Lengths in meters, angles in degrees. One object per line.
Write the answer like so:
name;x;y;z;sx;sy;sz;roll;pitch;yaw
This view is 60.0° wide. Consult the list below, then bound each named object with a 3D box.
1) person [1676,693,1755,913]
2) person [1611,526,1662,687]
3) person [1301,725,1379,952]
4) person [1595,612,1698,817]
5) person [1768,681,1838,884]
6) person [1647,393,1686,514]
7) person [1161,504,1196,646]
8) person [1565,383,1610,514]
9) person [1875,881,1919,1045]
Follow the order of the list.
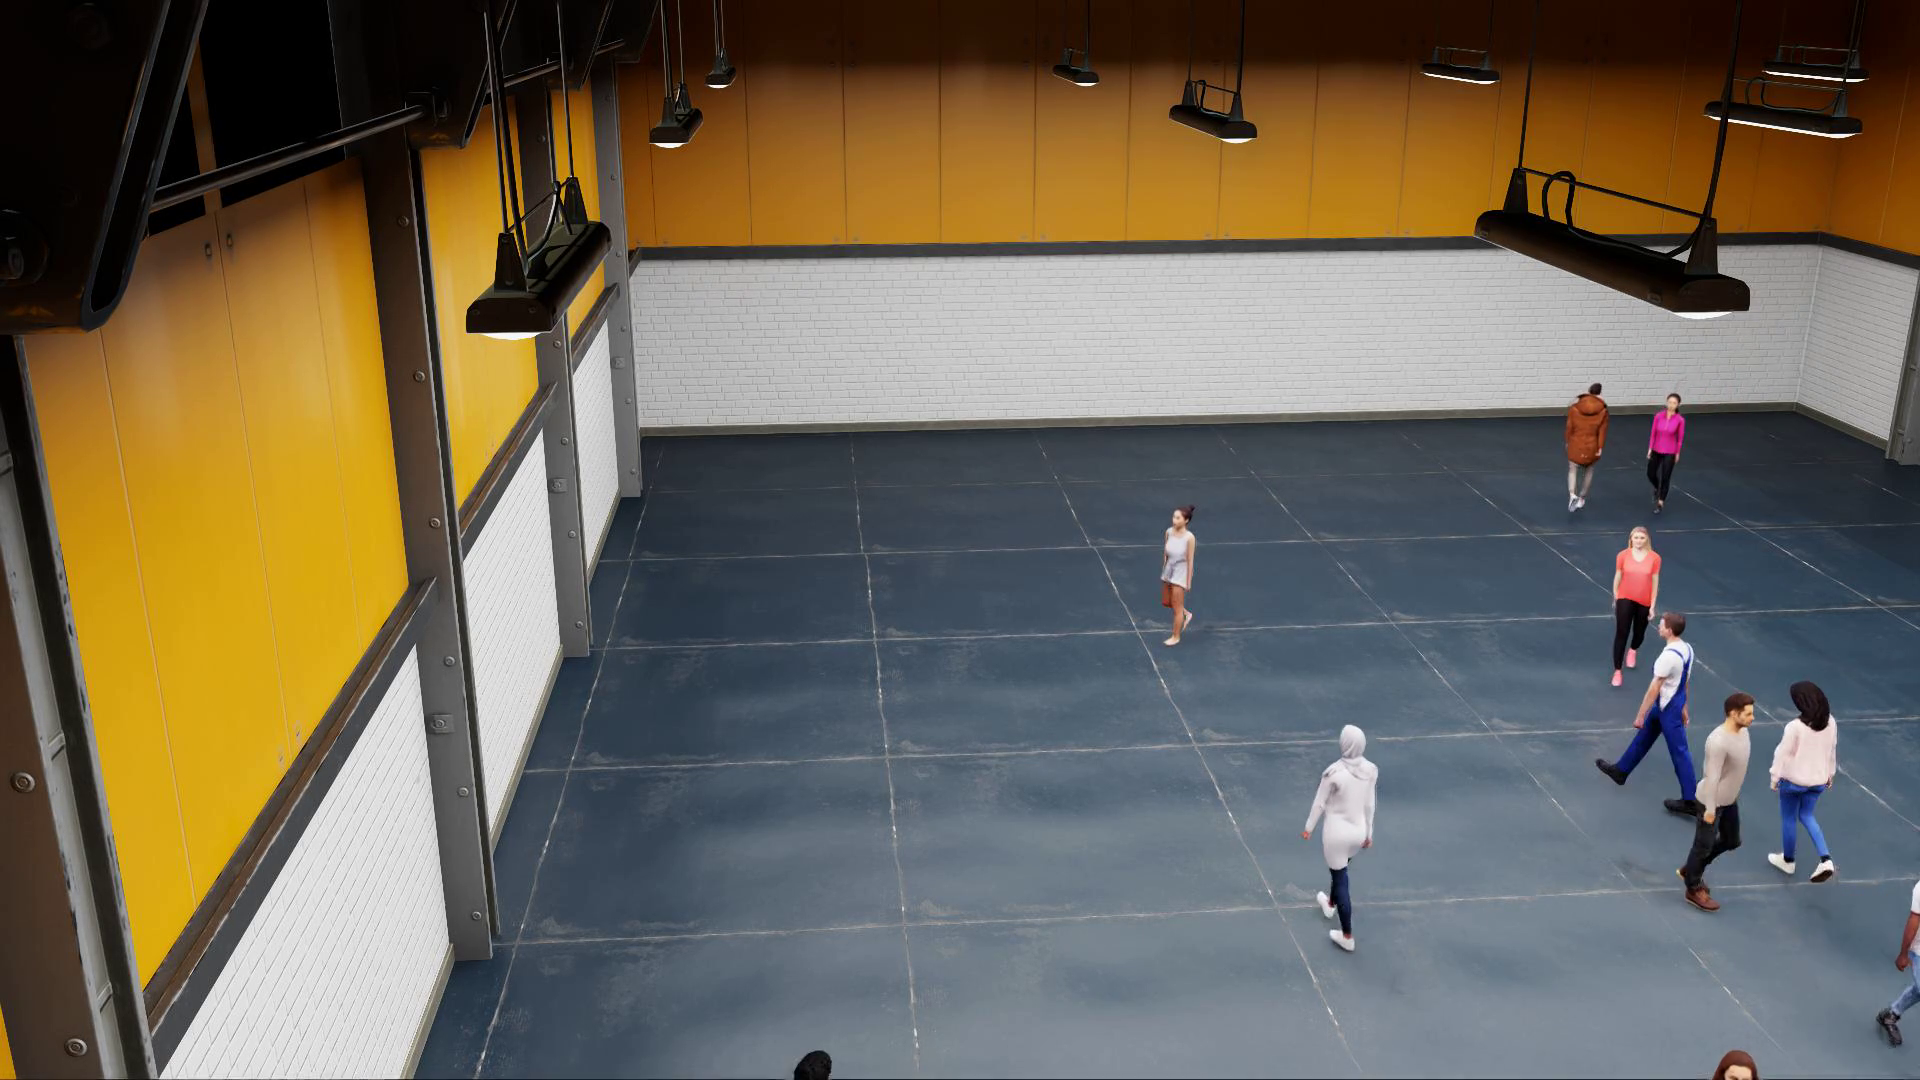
person;5.920;2.031;13.180;0.816;1.849;0.850;-15;24;-37
person;7.127;0.664;17.543;0.922;1.657;1.197;7;20;19
person;2.946;2.283;12.582;0.783;1.753;1.002;-7;20;-20
person;6.335;1.565;14.661;1.170;1.788;1.310;-17;25;-41
person;6.869;2.006;13.434;0.699;1.736;0.928;-2;19;-6
person;9.801;-1.224;23.102;0.795;1.687;0.863;12;22;33
person;2.480;0.373;18.503;0.828;1.595;0.793;-14;23;-35
person;8.618;-1.254;22.988;0.975;1.815;1.174;7;20;20
person;6.530;2.782;11.223;0.595;1.675;1.099;-1;19;-3
